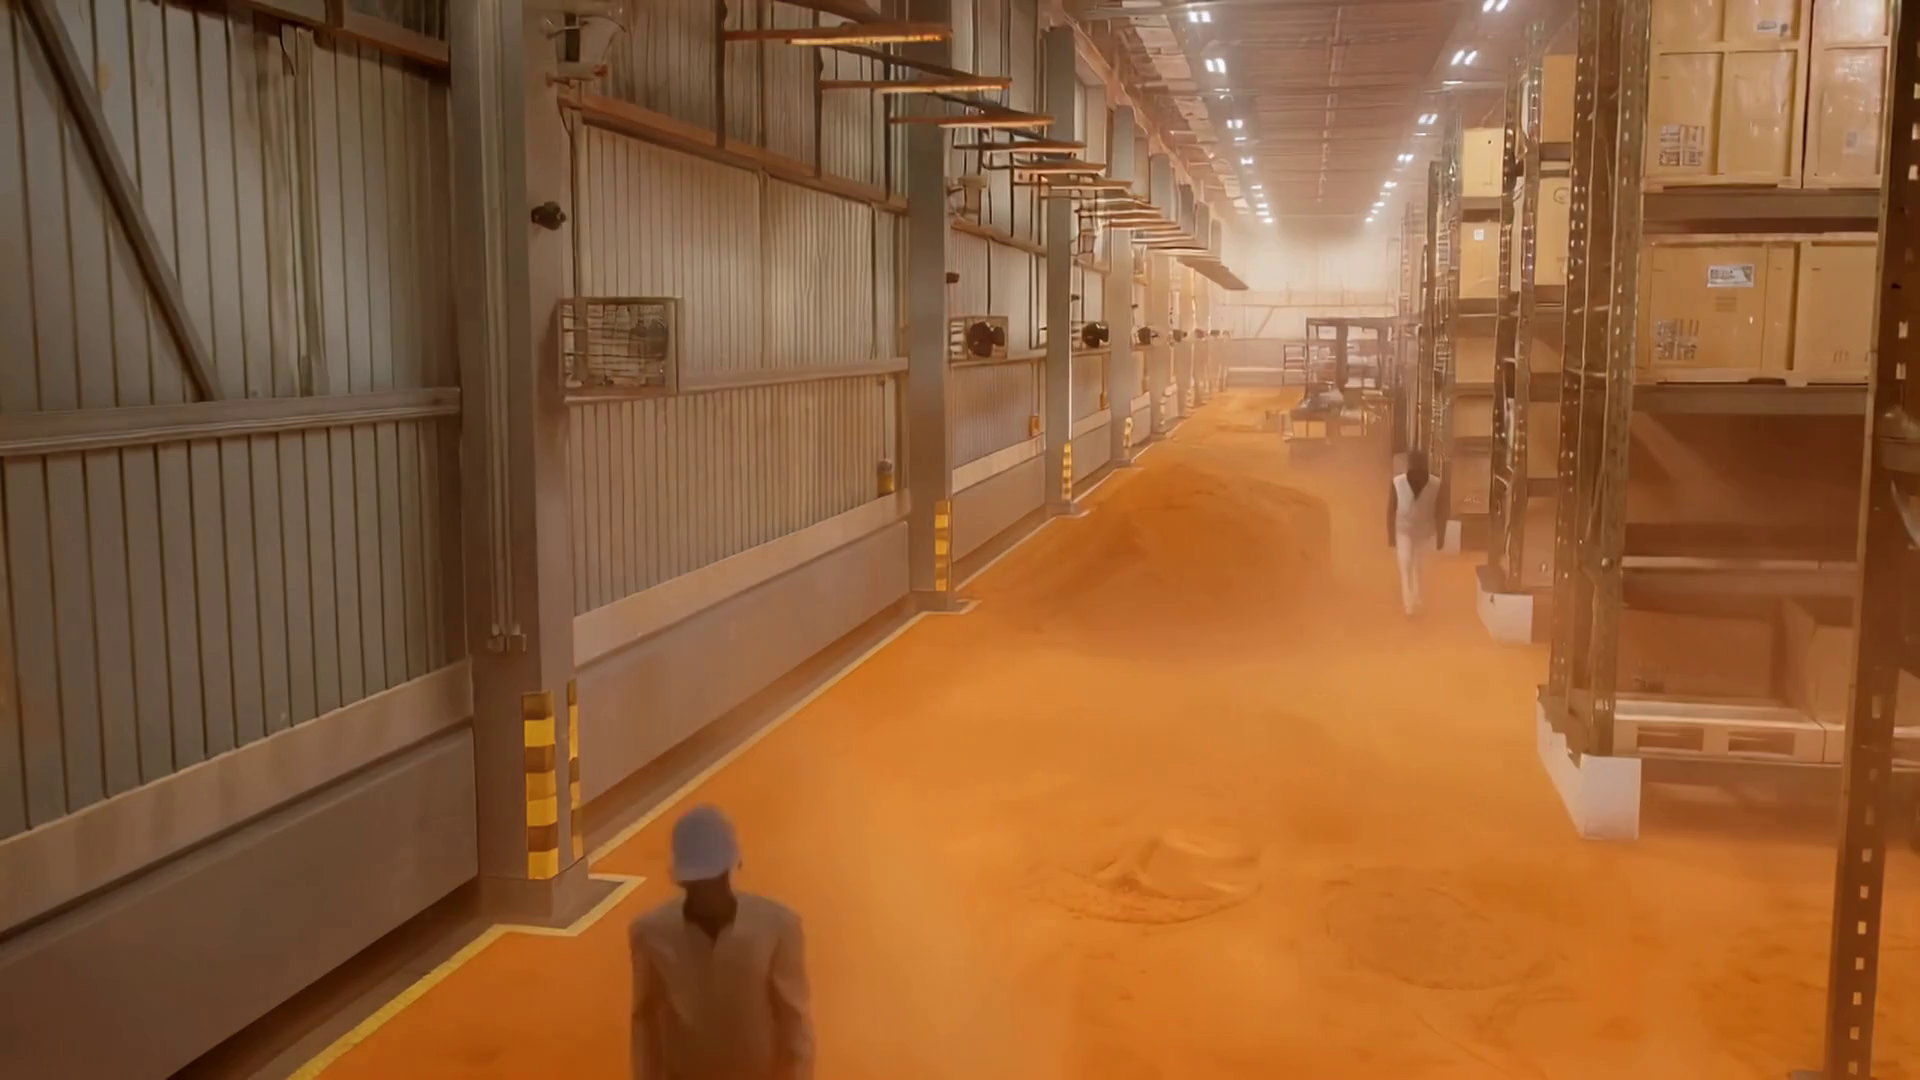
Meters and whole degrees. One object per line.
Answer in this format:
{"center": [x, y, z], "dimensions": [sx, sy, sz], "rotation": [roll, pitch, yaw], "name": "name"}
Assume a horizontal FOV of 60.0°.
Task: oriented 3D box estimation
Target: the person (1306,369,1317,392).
{"center": [12.184, -4.994, 57.478], "dimensions": [0.565, 1.846, 0.389], "rotation": [-1, 7, -9], "name": "person"}

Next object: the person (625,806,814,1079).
{"center": [-0.725, 1.623, 5.041], "dimensions": [0.557, 1.714, 0.889], "rotation": [-1, 7, -8], "name": "person"}

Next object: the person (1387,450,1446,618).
{"center": [5.018, -0.089, 18.325], "dimensions": [0.631, 1.821, 0.770], "rotation": [1, 7, 9], "name": "person"}

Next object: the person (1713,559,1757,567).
{"center": [6.922, 0.293, 14.713], "dimensions": [0.941, 1.962, 0.629], "rotation": [3, 8, 20], "name": "person"}
